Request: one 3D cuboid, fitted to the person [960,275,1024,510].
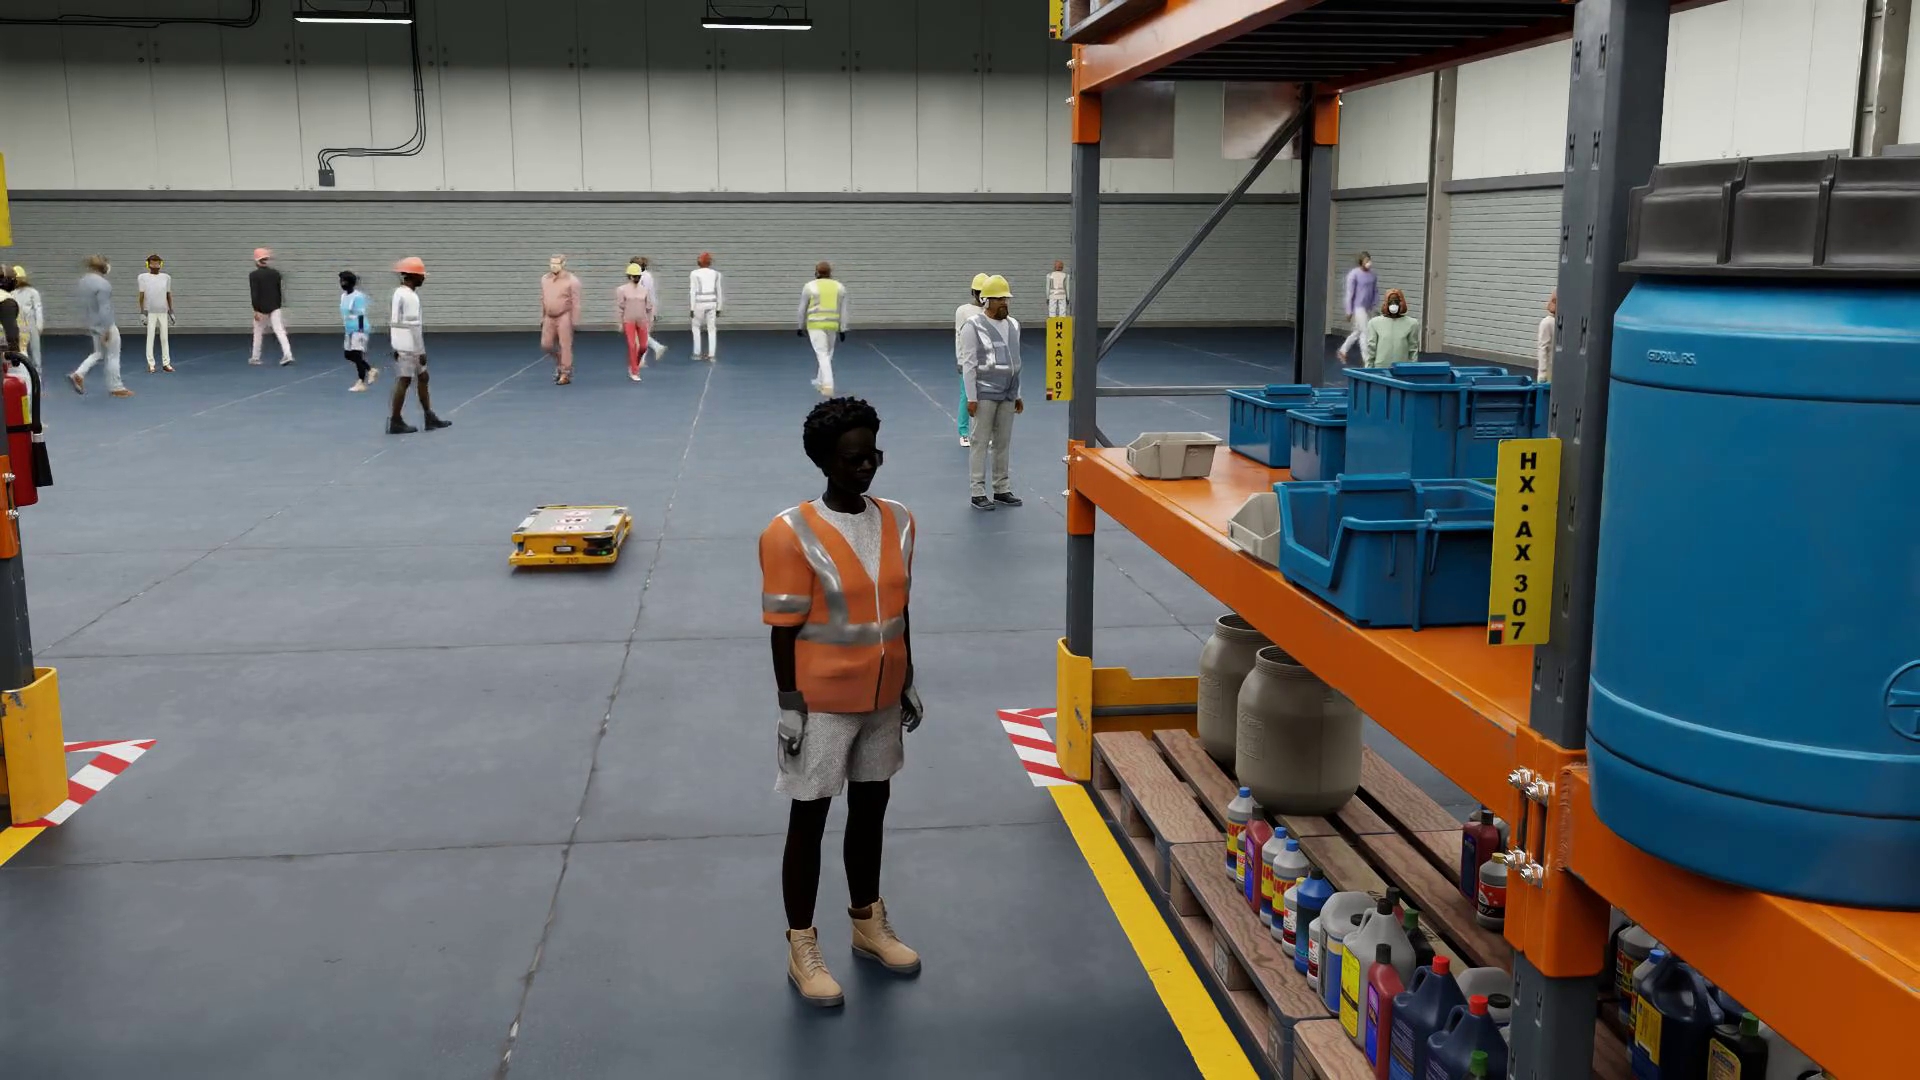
[{"bbox_3d":[0.277,-1.159,13.097,0.591,1.833,0.403,-10,14,-42],"label":"person"}]

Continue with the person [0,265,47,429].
[{"bbox_3d":[-10.482,-2.088,18.214,0.636,1.820,0.632,9,14,41],"label":"person"}]

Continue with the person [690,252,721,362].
[{"bbox_3d":[-4.419,-4.000,28.581,0.619,1.858,0.761,-7,12,-33],"label":"person"}]

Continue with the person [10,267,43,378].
[{"bbox_3d":[-13.526,-3.085,24.011,0.505,1.687,0.889,-3,11,-14],"label":"person"}]

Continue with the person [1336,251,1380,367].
[{"bbox_3d":[6.592,-3.825,27.522,0.630,1.913,0.931,-8,13,-37],"label":"person"}]

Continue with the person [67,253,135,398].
[{"bbox_3d":[-11.375,-2.818,21.949,0.639,1.926,0.700,8,13,38],"label":"person"}]

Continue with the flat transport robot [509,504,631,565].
[{"bbox_3d":[-2.629,-0.052,11.313,0.652,0.197,1.431,-1,10,-6],"label":"flat transport robot"}]

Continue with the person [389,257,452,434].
[{"bbox_3d":[-5.890,-2.118,18.134,0.831,1.905,0.578,-6,12,-30],"label":"person"}]

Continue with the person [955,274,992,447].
[{"bbox_3d":[0.200,-1.829,16.975,0.522,1.761,0.327,-5,11,-25],"label":"person"}]

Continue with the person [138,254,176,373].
[{"bbox_3d":[-12.676,-3.576,26.263,0.517,1.865,0.328,-10,14,-43],"label":"person"}]

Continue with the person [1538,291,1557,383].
[{"bbox_3d":[5.852,-1.644,16.344,0.493,1.627,0.292,-6,12,-30],"label":"person"}]

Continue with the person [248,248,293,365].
[{"bbox_3d":[-11.523,-3.876,27.693,1.046,1.948,0.629,7,12,33],"label":"person"}]

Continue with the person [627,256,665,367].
[{"bbox_3d":[-5.195,-3.757,27.380,0.632,1.827,0.631,-6,12,-31],"label":"person"}]

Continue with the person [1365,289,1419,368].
[{"bbox_3d":[4.202,-1.628,16.212,0.508,1.632,0.271,2,10,9],"label":"person"}]

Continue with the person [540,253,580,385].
[{"bbox_3d":[-5.801,-3.186,24.035,0.681,1.890,0.428,4,11,21],"label":"person"}]

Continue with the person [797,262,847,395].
[{"bbox_3d":[-1.893,-2.882,22.667,0.622,1.791,0.944,-6,12,-31],"label":"person"}]

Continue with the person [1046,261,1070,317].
[{"bbox_3d":[2.068,-5.067,35.068,0.513,1.635,0.312,0,10,-1],"label":"person"}]

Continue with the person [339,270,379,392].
[{"bbox_3d":[-8.300,-2.888,22.992,0.551,1.677,0.466,9,13,40],"label":"person"}]

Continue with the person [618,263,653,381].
[{"bbox_3d":[-4.859,-3.247,24.801,0.524,1.749,0.574,-6,12,-28],"label":"person"}]

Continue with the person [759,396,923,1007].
[{"bbox_3d":[-0.321,0.441,4.699,0.535,1.697,0.318,-10,14,-44],"label":"person"}]
